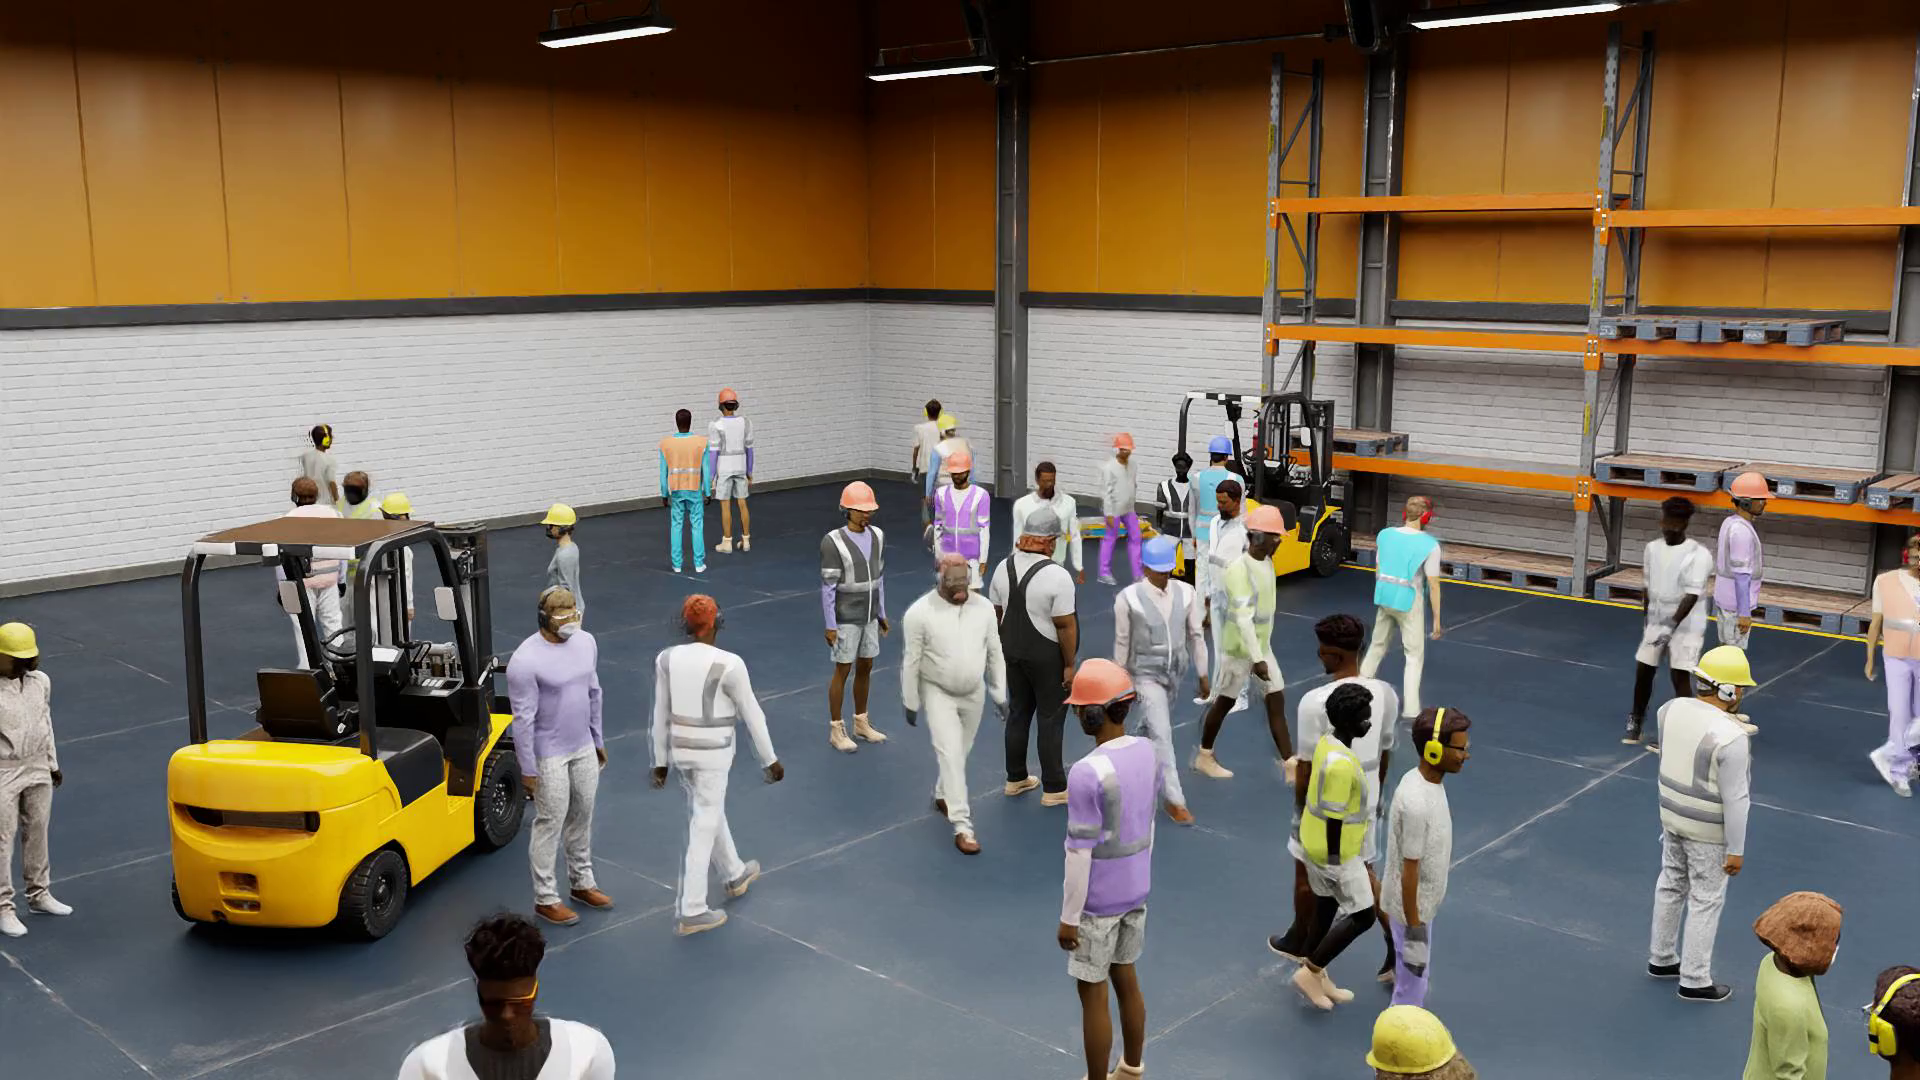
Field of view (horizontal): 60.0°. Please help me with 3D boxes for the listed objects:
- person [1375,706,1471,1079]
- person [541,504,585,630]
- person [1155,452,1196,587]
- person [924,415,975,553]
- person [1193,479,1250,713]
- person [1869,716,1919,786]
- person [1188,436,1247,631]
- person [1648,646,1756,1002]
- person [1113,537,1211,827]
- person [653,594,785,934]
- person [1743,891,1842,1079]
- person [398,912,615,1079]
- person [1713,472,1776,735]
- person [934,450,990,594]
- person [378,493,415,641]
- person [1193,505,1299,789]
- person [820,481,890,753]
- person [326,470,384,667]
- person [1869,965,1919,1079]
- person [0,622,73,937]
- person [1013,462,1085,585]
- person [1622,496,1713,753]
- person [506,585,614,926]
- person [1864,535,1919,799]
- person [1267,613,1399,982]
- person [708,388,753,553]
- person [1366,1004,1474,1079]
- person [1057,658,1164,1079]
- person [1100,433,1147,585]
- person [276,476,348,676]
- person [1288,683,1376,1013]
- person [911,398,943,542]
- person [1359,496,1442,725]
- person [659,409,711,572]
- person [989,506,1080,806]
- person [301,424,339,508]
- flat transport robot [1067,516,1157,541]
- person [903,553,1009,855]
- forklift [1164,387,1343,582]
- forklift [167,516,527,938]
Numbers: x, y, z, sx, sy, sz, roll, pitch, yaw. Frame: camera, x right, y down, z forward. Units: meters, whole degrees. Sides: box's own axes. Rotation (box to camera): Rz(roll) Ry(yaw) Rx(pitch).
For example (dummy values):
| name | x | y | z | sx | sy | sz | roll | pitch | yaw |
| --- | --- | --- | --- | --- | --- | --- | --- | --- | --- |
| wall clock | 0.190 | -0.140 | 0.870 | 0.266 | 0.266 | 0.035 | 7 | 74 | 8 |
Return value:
| name | x | y | z | sx | sy | sz | roll | pitch | yaw |
| --- | --- | --- | --- | --- | --- | --- | --- | --- | --- |
| person | 1.967 | 1.609 | 7.115 | 0.325 | 1.859 | 0.520 | 4 | 11 | 24 |
| person | -3.127 | 0.587 | 13.174 | 0.305 | 1.772 | 0.527 | -2 | 10 | -10 |
| person | 2.269 | -0.068 | 17.103 | 0.541 | 1.696 | 0.316 | 1 | 10 | 5 |
| person | -0.131 | -0.616 | 20.012 | 0.611 | 1.775 | 0.966 | -8 | 13 | -40 |
| person | 2.206 | 0.447 | 13.562 | 0.392 | 1.915 | 0.590 | -5 | 11 | -27 |
| person | 6.770 | 0.853 | 11.321 | 0.830 | 1.886 | 0.660 | 2 | 10 | 11 |
| person | 2.523 | -0.045 | 16.275 | 0.603 | 1.945 | 0.390 | 6 | 12 | 30 |
| person | 3.719 | 1.417 | 8.324 | 0.403 | 1.817 | 0.601 | -3 | 10 | -14 |
| person | 1.322 | 0.881 | 11.209 | 0.627 | 1.888 | 1.050 | -4 | 11 | -24 |
| person | -1.334 | 1.213 | 9.372 | 0.648 | 1.846 | 0.913 | 7 | 12 | 33 |
| person | 2.803 | 1.974 | 5.667 | 0.288 | 1.633 | 0.497 | 4 | 11 | 20 |
| person | -1.291 | 1.976 | 4.791 | 0.619 | 1.942 | 0.880 | -3 | 10 | -14 |
| person | 6.086 | 0.486 | 12.973 | 0.374 | 2.044 | 0.607 | 3 | 10 | 15 |
| person | 0.009 | 0.124 | 15.350 | 0.543 | 1.931 | 0.387 | 3 | 10 | 18 |
| person | -4.631 | 0.490 | 13.739 | 0.327 | 1.767 | 0.533 | -8 | 13 | -38 |
| person | 2.087 | 0.757 | 11.600 | 1.002 | 1.990 | 0.617 | 8 | 13 | 39 |
| person | -0.759 | 0.569 | 12.502 | 0.391 | 2.040 | 0.614 | 9 | 14 | 43 |
| person | -5.365 | 0.275 | 14.821 | 0.649 | 1.826 | 0.462 | 7 | 12 | 35 |
| person | 2.514 | 2.065 | 4.515 | 0.510 | 1.861 | 0.324 | -2 | 10 | -11 |
| person | -5.188 | 1.301 | 9.210 | 0.332 | 1.733 | 0.488 | 4 | 11 | 20 |
| person | 0.785 | 0.212 | 15.047 | 0.610 | 1.874 | 1.004 | -3 | 10 | -18 |
| person | 5.273 | 0.632 | 12.441 | 0.503 | 1.946 | 0.597 | -5 | 11 | -28 |
| person | -2.237 | 1.191 | 9.303 | 0.375 | 1.930 | 0.635 | 6 | 11 | 29 |
| person | 6.674 | 0.857 | 11.612 | 0.607 | 1.792 | 0.773 | 5 | 11 | 26 |
| person | 1.970 | 1.324 | 8.539 | 0.620 | 1.937 | 0.830 | -5 | 11 | -26 |
| person | -2.859 | -0.860 | 20.635 | 0.614 | 2.041 | 0.393 | -7 | 12 | -35 |
| person | 1.326 | 2.129 | 4.636 | 0.498 | 1.691 | 0.797 | -4 | 11 | -22 |
| person | 0.619 | 1.511 | 7.195 | 0.409 | 2.030 | 0.611 | 8 | 13 | 37 |
| person | 1.858 | -0.329 | 18.521 | 0.593 | 1.719 | 0.776 | -9 | 13 | -41 |
| person | -5.538 | 0.371 | 14.199 | 0.429 | 1.841 | 0.634 | 9 | 14 | 42 |
| person | 1.859 | 1.511 | 8.162 | 0.368 | 1.680 | 0.537 | 0 | 10 | 2 |
| person | -0.357 | -0.871 | 21.226 | 0.537 | 1.857 | 0.465 | -1 | 10 | -6 |
| person | 3.469 | 0.561 | 13.177 | 0.531 | 1.822 | 0.739 | -9 | 13 | -42 |
| person | -3.192 | -0.568 | 19.361 | 0.587 | 1.911 | 0.397 | 0 | 10 | -2 |
| person | 0.569 | 0.771 | 11.353 | 0.538 | 2.000 | 0.690 | -10 | 14 | -44 |
| person | -7.016 | -0.346 | 18.234 | 0.542 | 1.854 | 0.621 | 5 | 11 | 25 |
| flat transport robot | 1.841 | -0.163 | 21.706 | 1.431 | 0.197 | 0.652 | -2 | 10 | -12 |
| person | -0.022 | 0.994 | 10.668 | 0.659 | 1.853 | 1.001 | -6 | 11 | -29 |
| forklift | 3.298 | -0.608 | 18.767 | 1.214 | 2.155 | 2.313 | 9 | 13 | 42 |
| forklift | -3.583 | 0.976 | 9.748 | 1.214 | 2.155 | 2.313 | 2 | 10 | 11 |
